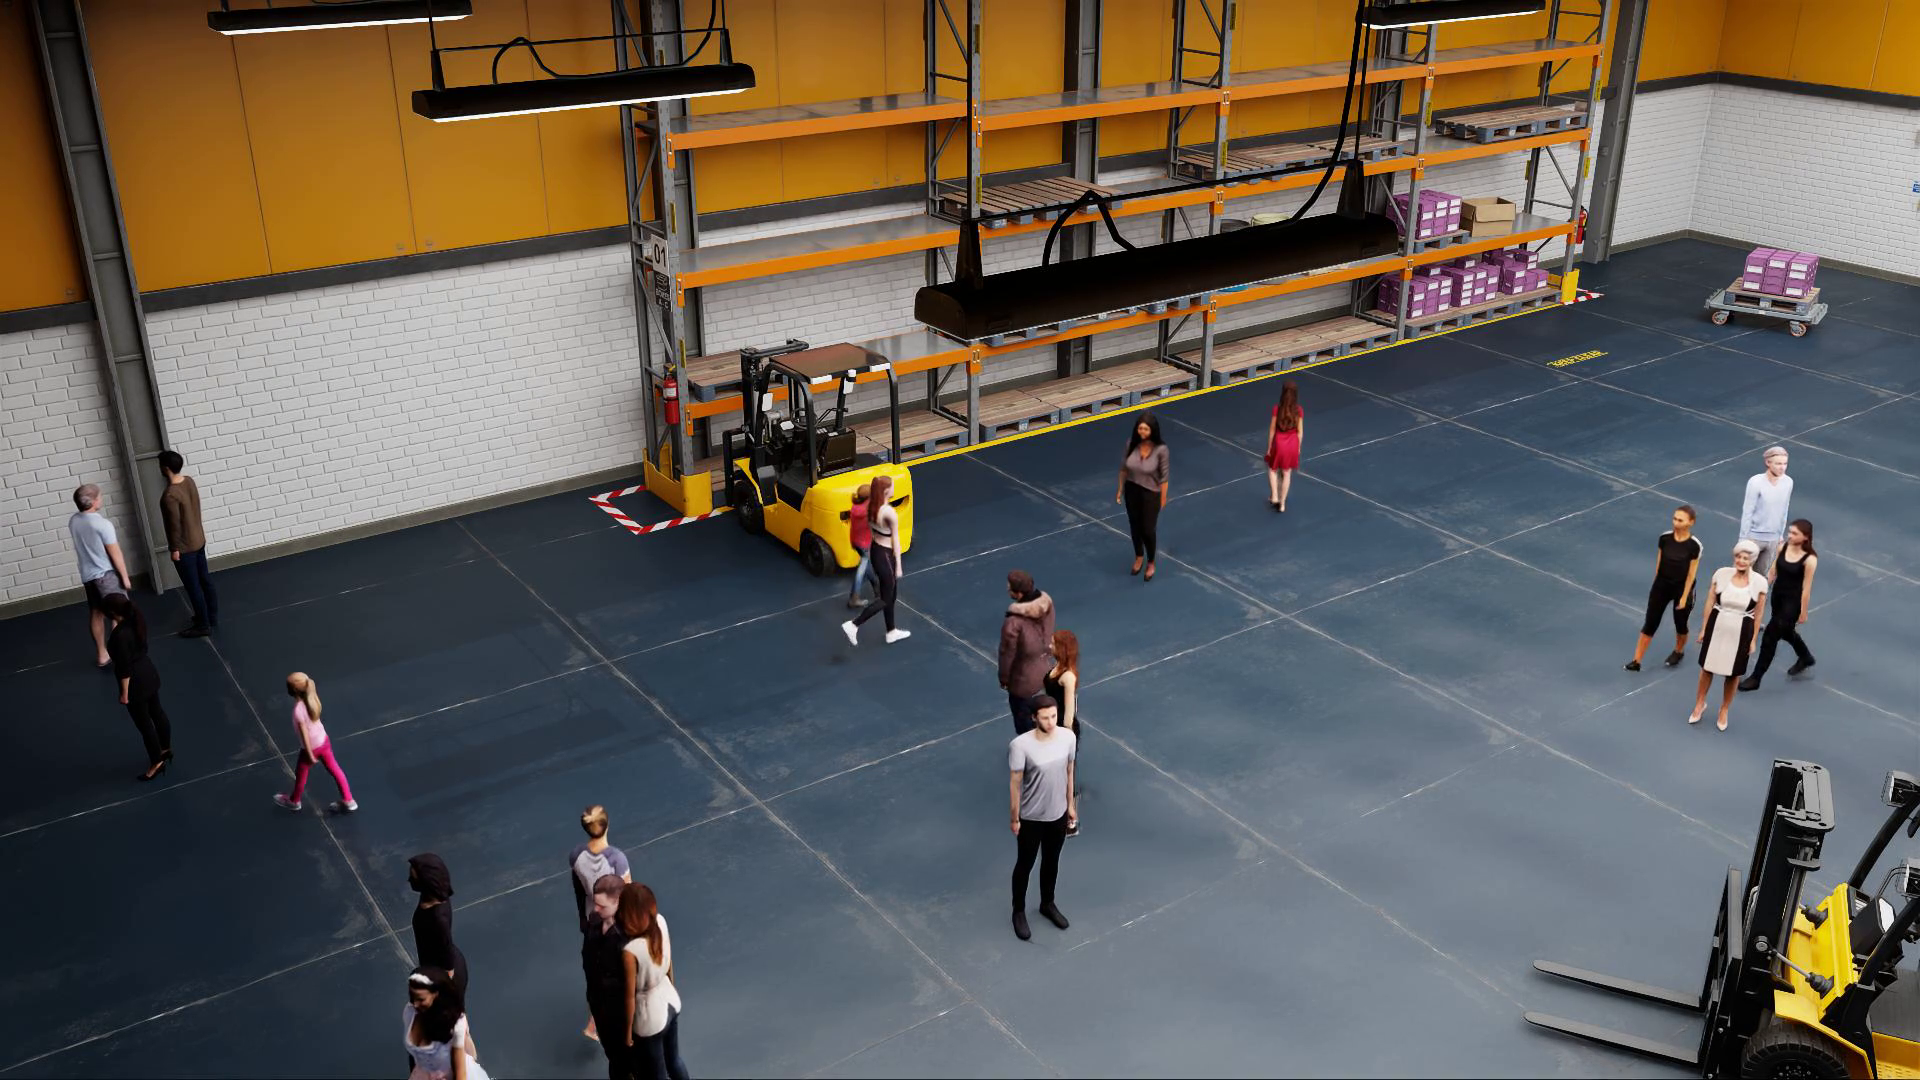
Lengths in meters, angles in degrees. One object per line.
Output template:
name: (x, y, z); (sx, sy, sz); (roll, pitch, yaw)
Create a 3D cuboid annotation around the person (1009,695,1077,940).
person: (0.574, 1.914, 11.748); (0.570, 1.863, 0.766); (-10, 25, -21)

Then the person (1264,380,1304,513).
person: (3.696, -1.046, 18.923); (0.707, 1.539, 0.765); (1, 24, 1)

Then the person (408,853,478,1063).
person: (-3.113, 2.670, 10.089); (0.560, 1.807, 0.635); (-9, 25, -20)

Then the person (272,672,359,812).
person: (-5.067, 1.624, 13.190); (0.922, 1.240, 0.829); (2, 24, 4)

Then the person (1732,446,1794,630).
person: (7.744, -0.021, 16.135); (0.652, 1.894, 0.800); (-5, 24, -12)

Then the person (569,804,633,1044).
person: (-2.295, 2.501, 10.745); (0.911, 1.590, 1.068); (10, 26, 22)

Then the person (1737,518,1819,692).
person: (7.556, 0.585, 15.058); (1.214, 1.648, 0.843); (-6, 24, -14)

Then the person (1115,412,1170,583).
person: (1.934, -0.485, 17.283); (0.786, 1.826, 0.821); (13, 27, 28)

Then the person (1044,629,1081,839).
person: (0.825, 1.469, 12.937); (0.687, 1.727, 0.682); (-4, 24, -9)

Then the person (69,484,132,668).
person: (-7.955, 0.348, 15.373); (0.742, 1.828, 0.758); (9, 25, 19)

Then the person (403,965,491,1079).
person: (-2.795, 3.052, 9.242); (0.915, 1.785, 1.021); (8, 25, 18)

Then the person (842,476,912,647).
person: (-0.790, 0.247, 15.737); (0.987, 1.723, 0.616); (-15, 28, -31)

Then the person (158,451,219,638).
person: (-7.457, 0.019, 16.051); (0.762, 1.889, 0.744); (-1, 24, -2)

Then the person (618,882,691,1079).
person: (-1.788, 2.800, 9.835); (0.777, 1.772, 0.681); (9, 25, 19)

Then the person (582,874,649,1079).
person: (-1.998, 2.735, 9.896); (0.743, 1.843, 0.688); (18, 29, 36)

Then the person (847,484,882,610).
person: (-1.017, 0.081, 16.654); (0.815, 1.292, 0.541); (-17, 29, -34)

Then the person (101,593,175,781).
person: (-6.750, 1.180, 13.678); (0.718, 1.662, 0.692); (-1, 24, -2)

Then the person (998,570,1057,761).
person: (0.611, 1.106, 13.641); (0.906, 1.827, 0.738); (20, 31, 39)

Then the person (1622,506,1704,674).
person: (6.650, 0.461, 15.373); (1.089, 1.622, 0.652); (-19, 30, -37)

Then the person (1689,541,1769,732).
person: (6.662, 0.815, 14.398); (0.686, 1.755, 0.646); (15, 28, 31)
